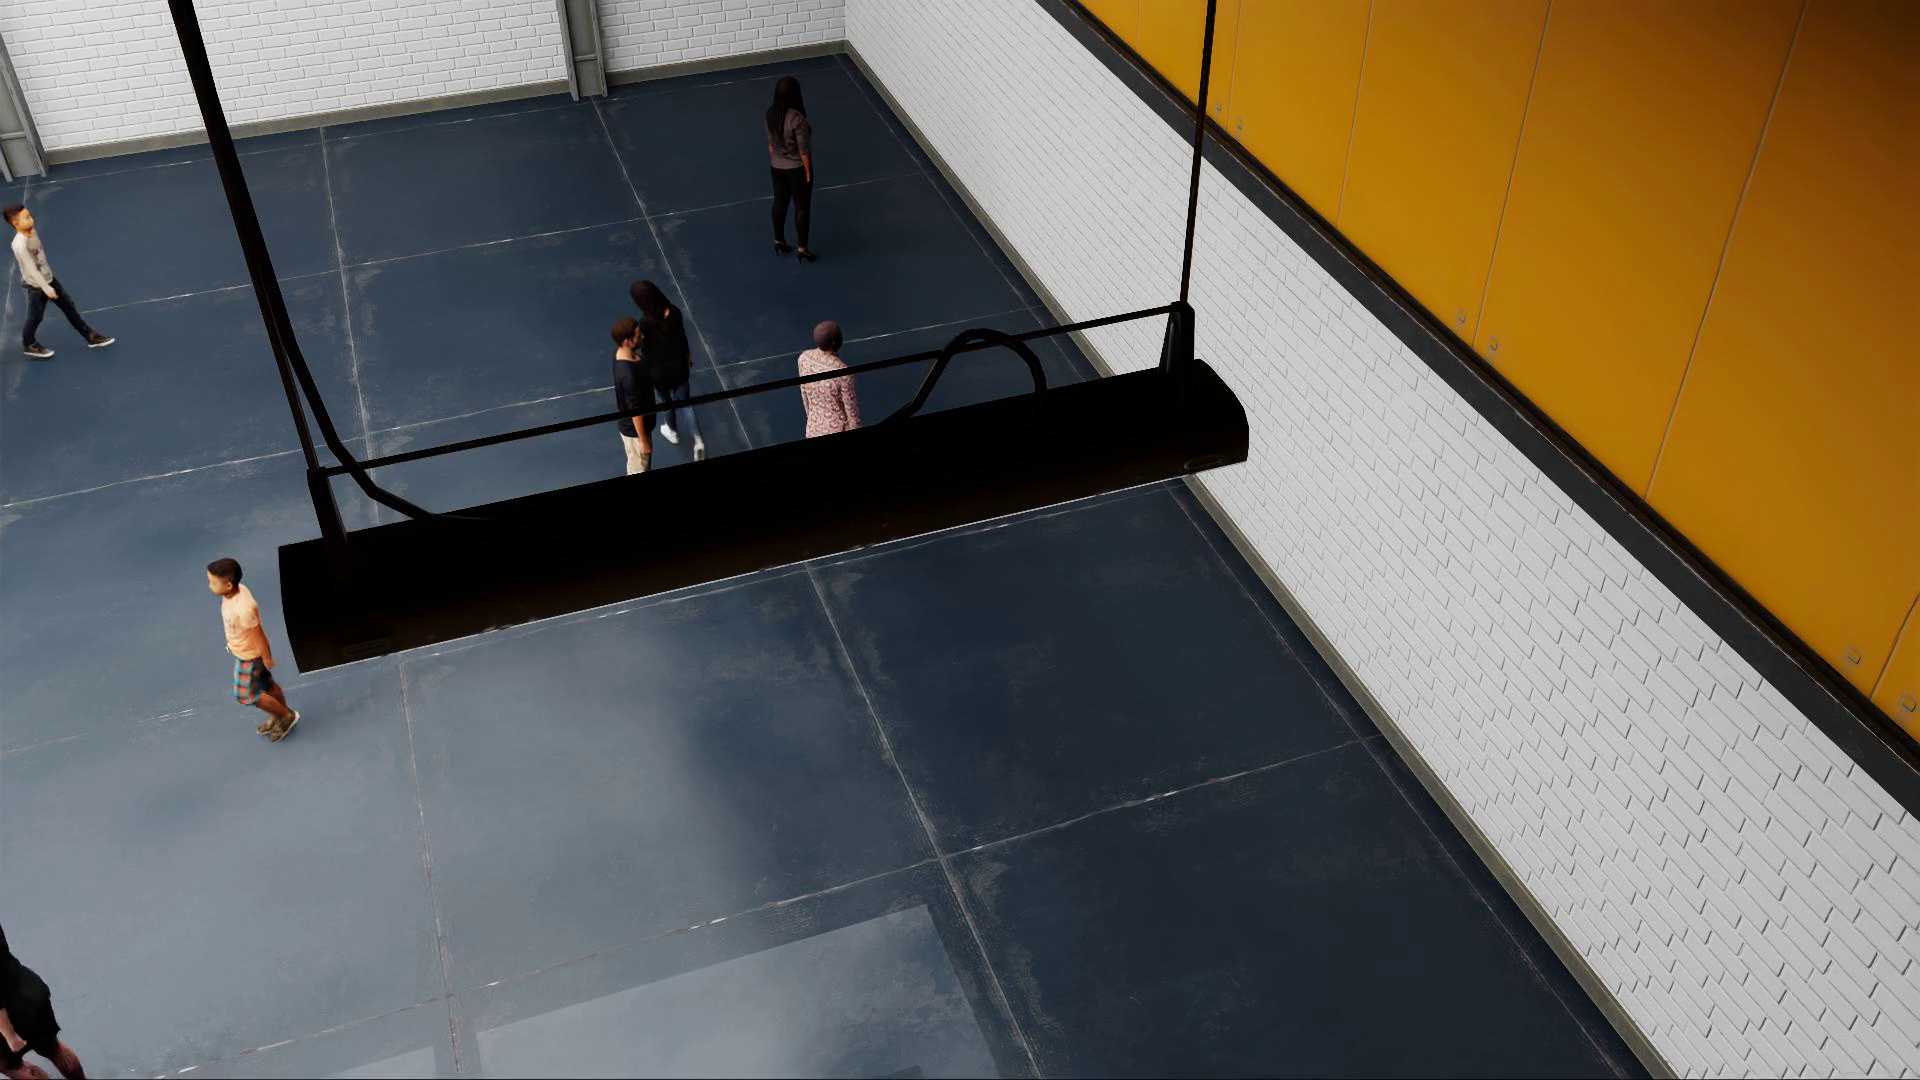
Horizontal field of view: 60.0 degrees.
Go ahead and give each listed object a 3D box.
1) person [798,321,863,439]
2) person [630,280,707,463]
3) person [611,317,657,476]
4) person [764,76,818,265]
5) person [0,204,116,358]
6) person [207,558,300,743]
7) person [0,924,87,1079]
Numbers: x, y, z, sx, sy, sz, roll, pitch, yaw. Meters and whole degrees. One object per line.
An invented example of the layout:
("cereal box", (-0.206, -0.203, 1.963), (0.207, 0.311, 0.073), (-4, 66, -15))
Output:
("person", (-0.957, -0.840, 12.458), (0.773, 1.808, 0.790), (25, 45, 28))
("person", (-2.293, -1.322, 13.223), (1.007, 1.606, 0.829), (-21, 43, -24))
("person", (-2.433, -0.852, 12.437), (0.545, 1.854, 0.633), (-11, 40, -13))
("person", (-1.607, -3.501, 15.766), (0.748, 1.837, 0.788), (22, 43, 25))
("person", (-8.089, -2.217, 14.483), (1.039, 1.433, 0.743), (-2, 39, -3))
("person", (-4.562, 0.682, 10.838), (0.614, 1.451, 0.584), (-24, 44, -27))
("person", (-4.732, 2.394, 8.513), (0.686, 1.677, 0.687), (-11, 40, -13))
